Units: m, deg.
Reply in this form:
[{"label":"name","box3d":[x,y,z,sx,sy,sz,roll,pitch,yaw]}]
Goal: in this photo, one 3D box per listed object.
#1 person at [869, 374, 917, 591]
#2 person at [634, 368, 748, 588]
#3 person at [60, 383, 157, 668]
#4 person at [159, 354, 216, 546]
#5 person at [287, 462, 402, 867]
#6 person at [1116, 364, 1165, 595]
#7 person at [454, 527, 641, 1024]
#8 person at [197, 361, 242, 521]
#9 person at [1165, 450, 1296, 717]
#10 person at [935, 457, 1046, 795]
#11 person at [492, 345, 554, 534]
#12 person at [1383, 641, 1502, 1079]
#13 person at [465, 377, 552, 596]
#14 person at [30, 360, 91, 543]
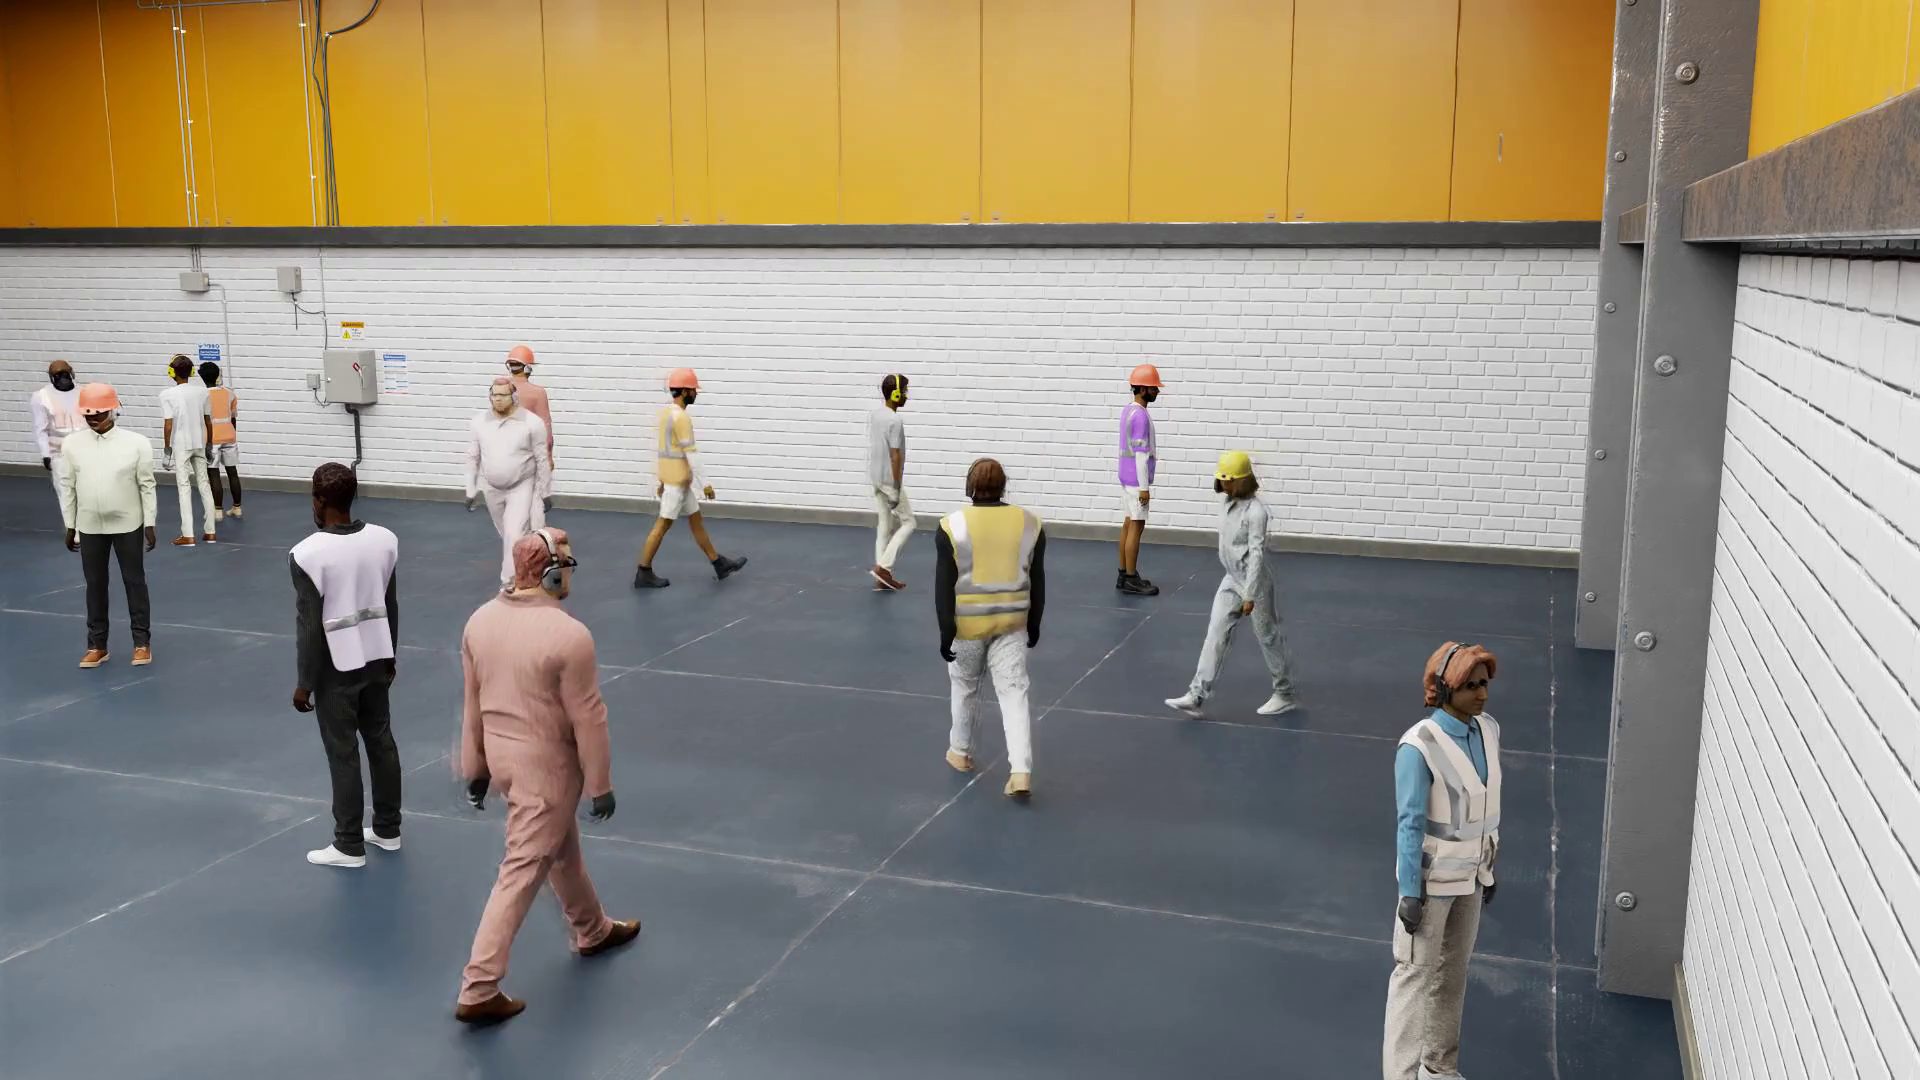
[{"label":"person","box3d":[-0.565,-0.478,14.075,0.412,1.848,0.492,-7,12,-35]},{"label":"person","box3d":[-2.361,-0.532,14.279,1.039,1.877,0.563,-4,11,-20]},{"label":"person","box3d":[-5.903,-0.101,11.545,0.608,1.986,0.391,-2,10,-11]},{"label":"person","box3d":[-7.531,-0.875,16.227,0.328,1.872,0.509,8,13,37]},{"label":"person","box3d":[-2.883,0.588,7.856,0.392,1.919,0.591,5,11,26]},{"label":"person","box3d":[1.523,-0.510,13.984,0.375,1.935,0.551,-1,10,-5]},{"label":"person","box3d":[-1.624,0.877,6.444,0.645,1.854,1.032,8,13,37]},{"label":"person","box3d":[-7.903,-1.048,17.680,0.322,1.699,0.536,5,11,27]},{"label":"person","box3d":[1.694,0.283,10.191,0.943,1.682,0.498,-5,11,-26]},{"label":"person","box3d":[0.179,0.455,8.969,0.642,1.800,0.955,-3,10,-15]},{"label":"person","box3d":[-4.082,-0.826,15.605,0.610,1.993,0.380,3,10,16]},{"label":"person","box3d":[1.616,1.138,5.540,0.525,1.639,0.307,-9,14,-42]},{"label":"person","box3d":[-3.739,-0.424,13.753,0.663,1.851,1.038,2,10,8]},{"label":"person","box3d":[-8.675,-0.849,16.257,0.640,1.809,0.653,-7,13,-36]}]
